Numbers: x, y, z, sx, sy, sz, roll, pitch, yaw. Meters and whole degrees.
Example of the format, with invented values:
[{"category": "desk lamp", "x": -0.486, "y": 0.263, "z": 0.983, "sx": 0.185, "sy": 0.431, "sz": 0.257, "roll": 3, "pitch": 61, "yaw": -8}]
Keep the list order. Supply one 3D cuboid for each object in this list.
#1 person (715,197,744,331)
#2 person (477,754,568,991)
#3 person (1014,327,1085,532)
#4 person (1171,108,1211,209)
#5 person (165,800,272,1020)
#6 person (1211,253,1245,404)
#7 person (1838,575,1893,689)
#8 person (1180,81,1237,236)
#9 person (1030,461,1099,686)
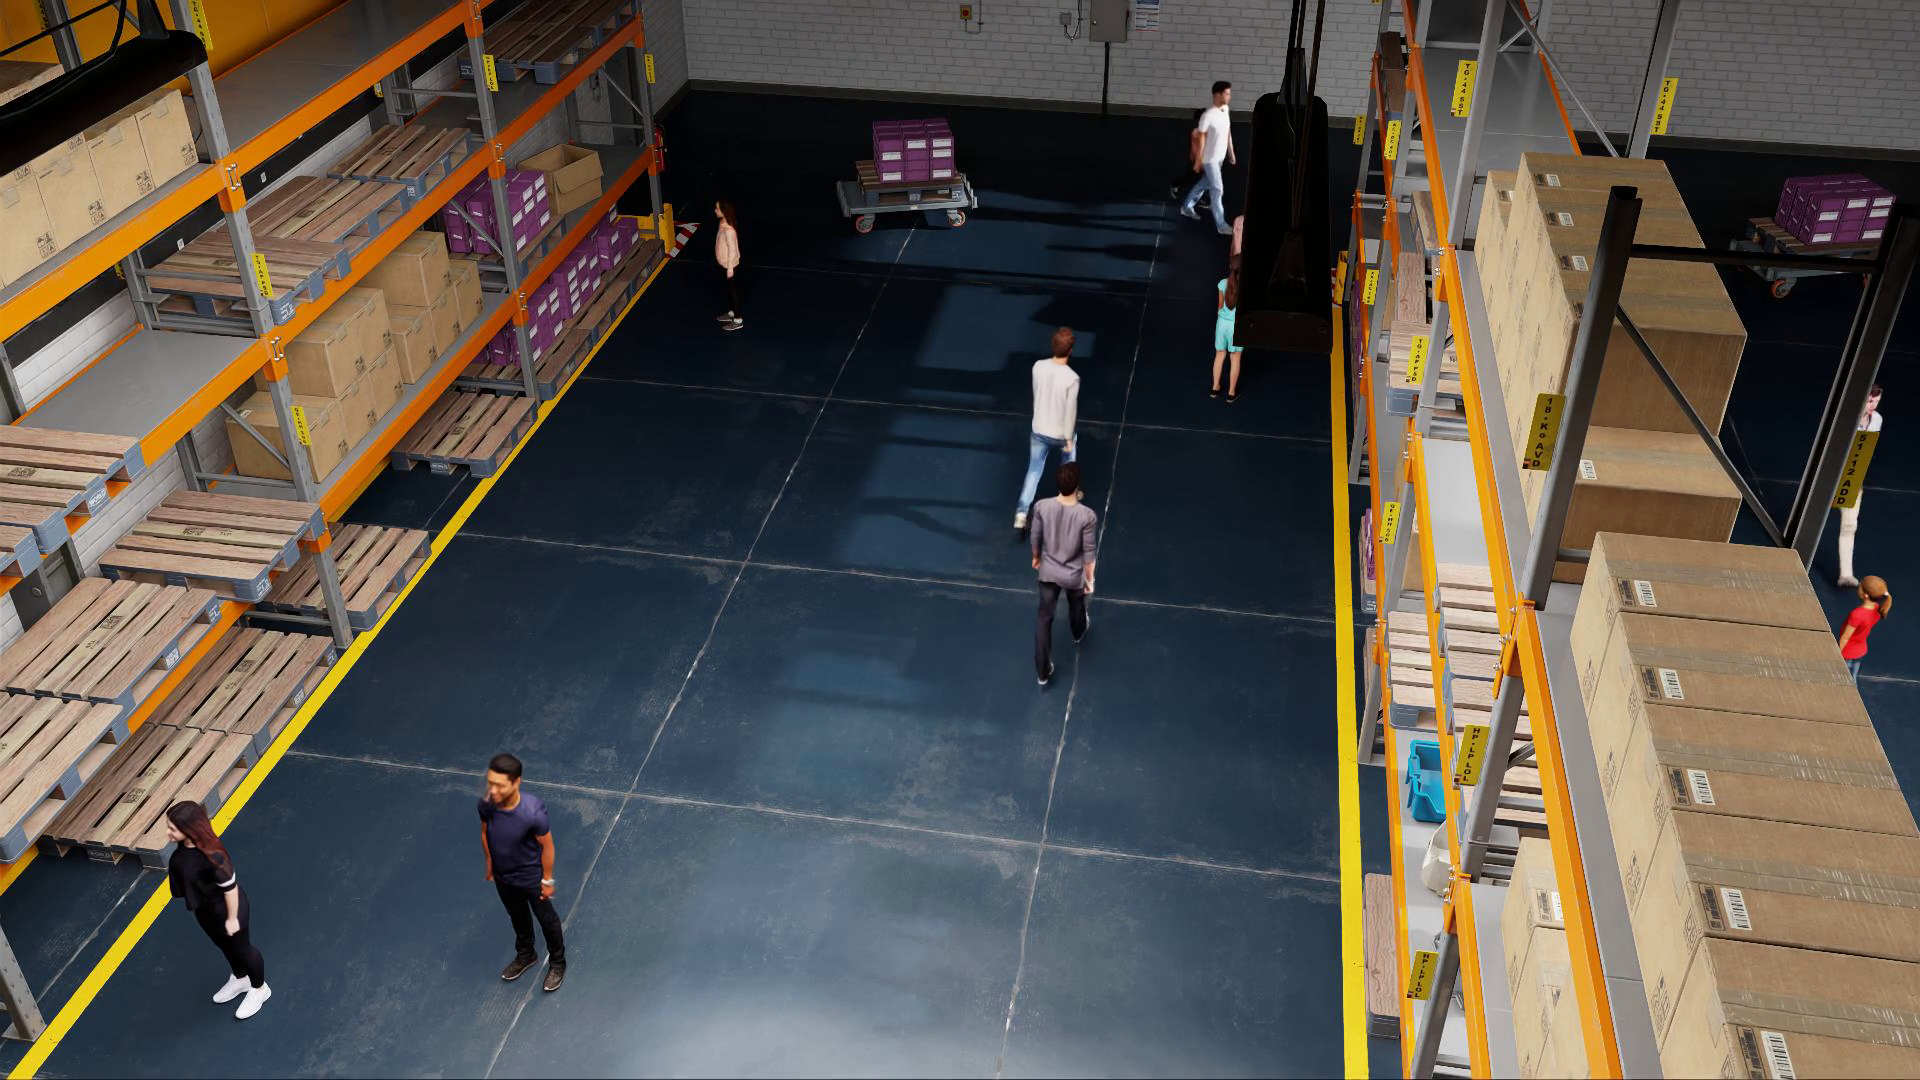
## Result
[{"category": "person", "x": -2.492, "y": -2.987, "z": 17.894, "sx": 0.709, "sy": 1.484, "sz": 0.607, "roll": -12, "pitch": 35, "yaw": -18}, {"category": "person", "x": -2.661, "y": 1.997, "z": 10.113, "sx": 0.673, "sy": 1.797, "sz": 0.578, "roll": 11, "pitch": 35, "yaw": 16}, {"category": "person", "x": 0.752, "y": -0.905, "z": 14.425, "sx": 0.939, "sy": 1.857, "sz": 1.295, "roll": 18, "pitch": 37, "yaw": 24}, {"category": "person", "x": 2.912, "y": -4.793, "z": 20.834, "sx": 0.866, "sy": 1.237, "sz": 0.868, "roll": -28, "pitch": 43, "yaw": -35}, {"category": "person", "x": -4.451, "y": 2.185, "z": 9.972, "sx": 0.700, "sy": 1.639, "sz": 0.718, "roll": 22, "pitch": 39, "yaw": 29}, {"category": "person", "x": 2.699, "y": -2.122, "z": 16.526, "sx": 0.608, "sy": 1.558, "sz": 0.618, "roll": 17, "pitch": 37, "yaw": 24}, {"category": "person", "x": 6.605, "y": 0.834, "z": 12.304, "sx": 0.549, "sy": 1.307, "sz": 0.607, "roll": -20, "pitch": 39, "yaw": -27}, {"category": "person", "x": 2.980, "y": -4.633, "z": 20.082, "sx": 1.076, "sy": 1.804, "sz": 1.209, "roll": 24, "pitch": 41, "yaw": 32}, {"category": "person", "x": 0.752, "y": 0.284, "z": 12.683, "sx": 0.822, "sy": 1.805, "sz": 1.192, "roll": 11, "pitch": 35, "yaw": 16}]
